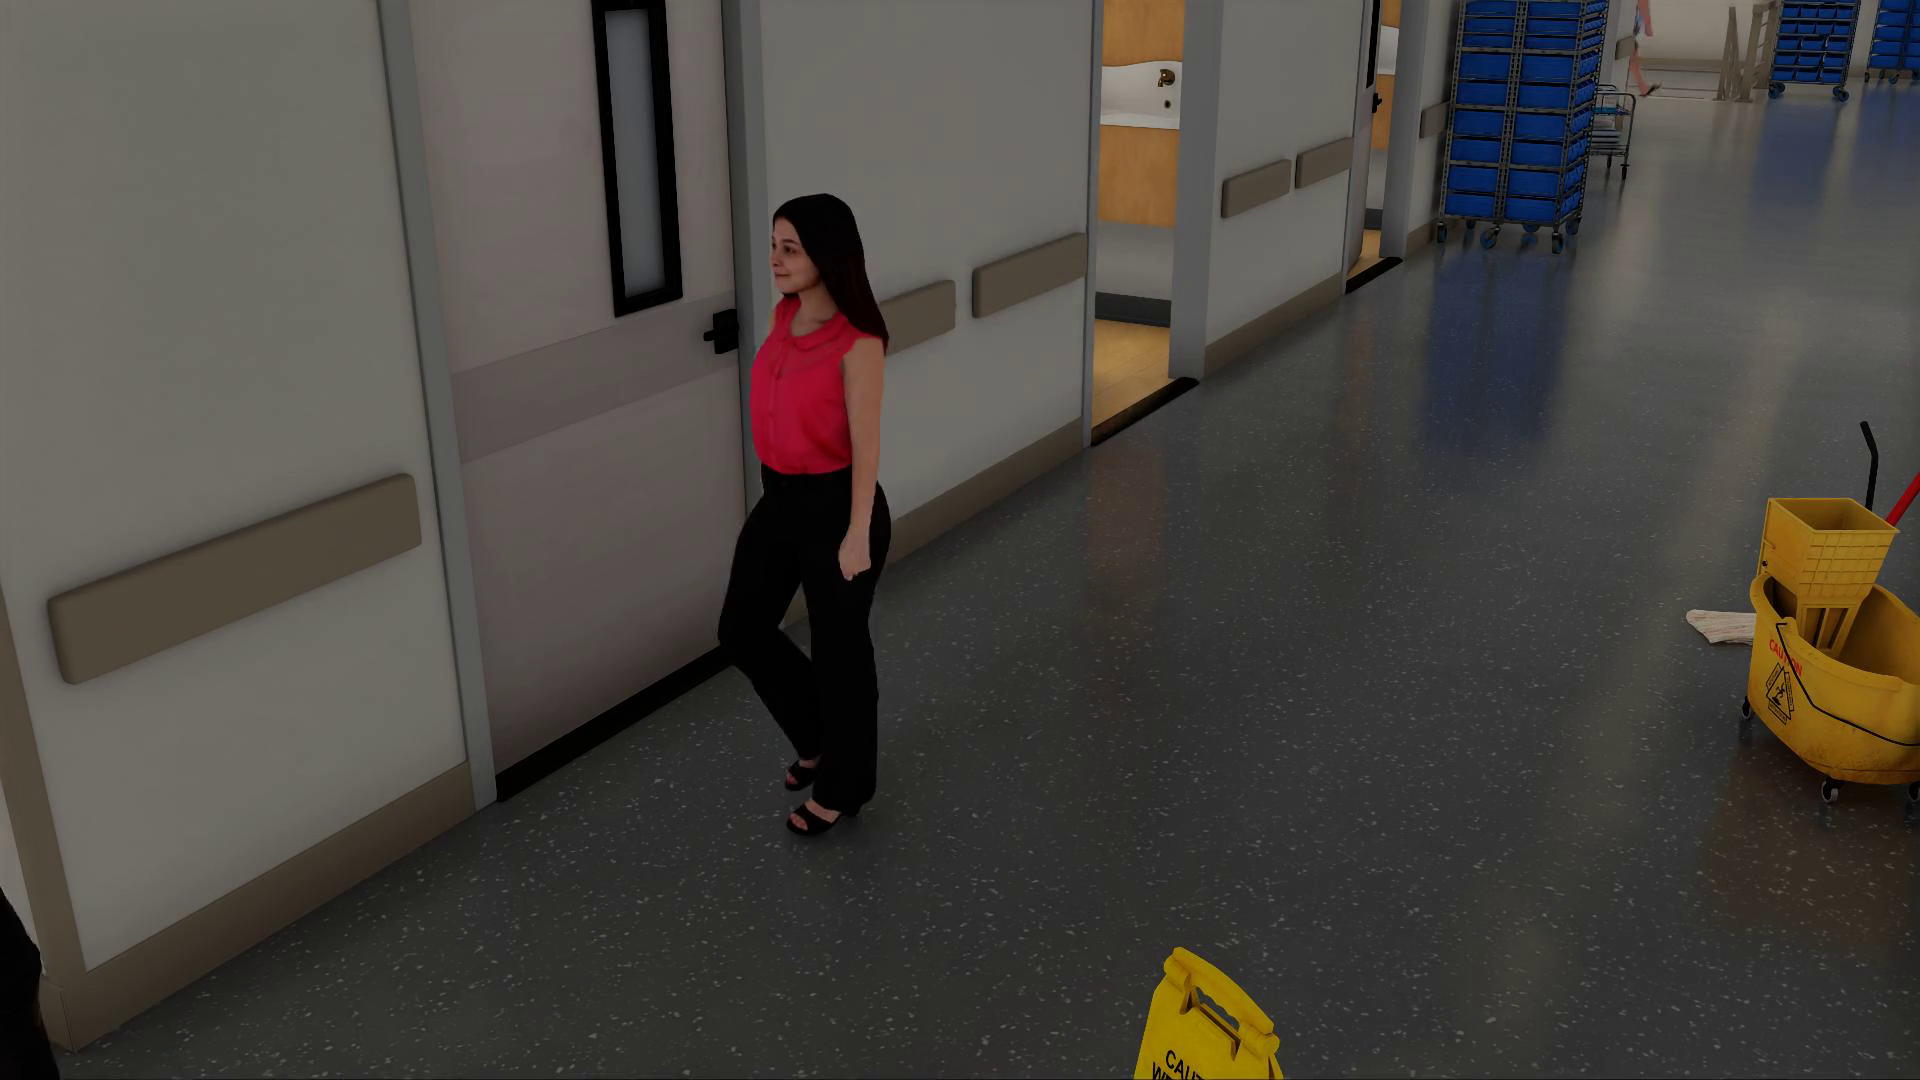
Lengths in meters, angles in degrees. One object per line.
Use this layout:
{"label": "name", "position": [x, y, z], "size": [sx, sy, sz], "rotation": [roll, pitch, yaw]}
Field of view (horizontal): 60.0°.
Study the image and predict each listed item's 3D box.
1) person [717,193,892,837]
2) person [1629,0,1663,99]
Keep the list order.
{"label": "person", "position": [-0.303, -0.048, 4.199], "size": [0.692, 1.653, 0.668], "rotation": [-17, 27, -38]}
{"label": "person", "position": [8.152, -6.307, 20.534], "size": [1.091, 1.789, 1.169], "rotation": [-1, 21, -1]}
